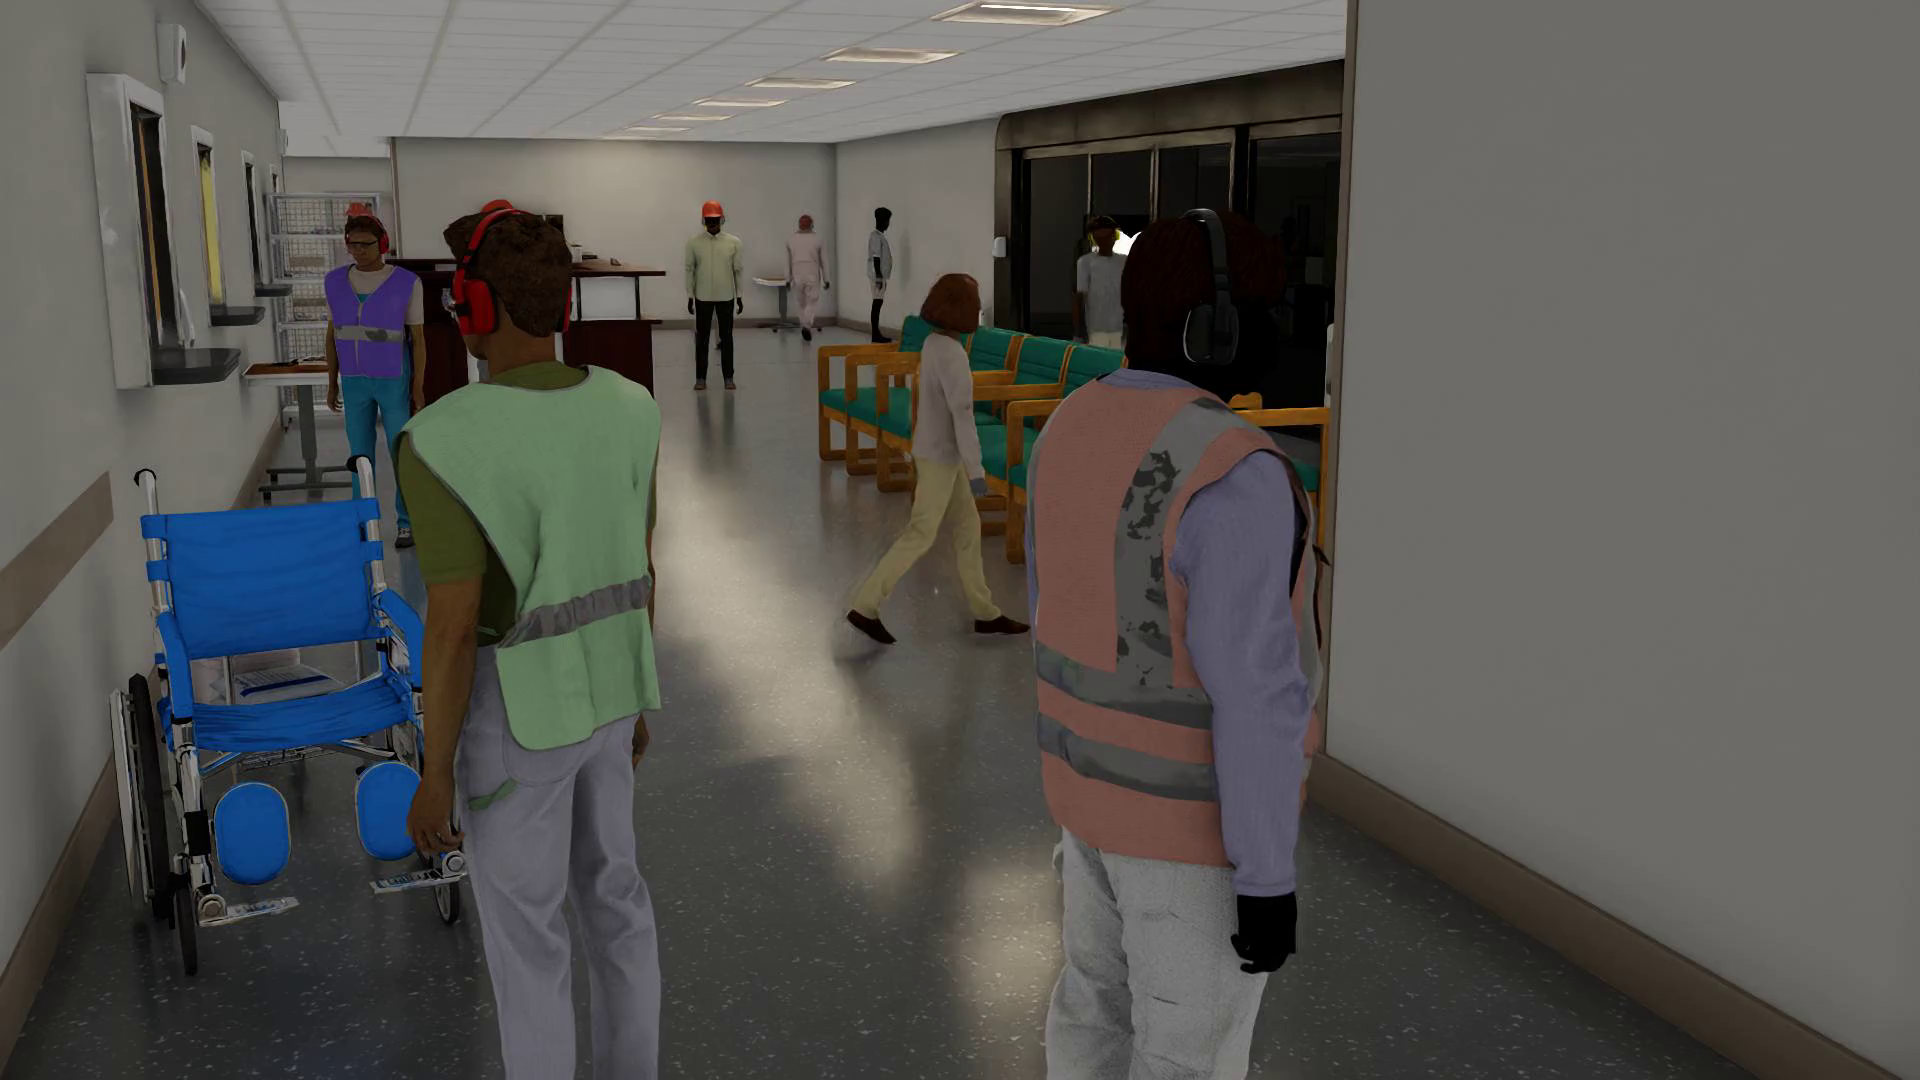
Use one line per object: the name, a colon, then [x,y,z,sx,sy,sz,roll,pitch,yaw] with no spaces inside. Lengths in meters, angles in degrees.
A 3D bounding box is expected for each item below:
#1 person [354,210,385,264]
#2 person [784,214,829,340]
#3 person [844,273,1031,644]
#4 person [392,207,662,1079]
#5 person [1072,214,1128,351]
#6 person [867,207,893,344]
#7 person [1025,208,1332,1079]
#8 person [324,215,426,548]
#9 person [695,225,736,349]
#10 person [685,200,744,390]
person: [-7.063,-2.991,19.951,0.460,1.900,0.574,-9,14,-37]
person: [-2.300,-3.938,24.907,0.653,1.865,0.947,2,11,9]
person: [-0.118,-0.338,7.113,0.814,1.597,0.510,-2,11,-9]
person: [-0.745,0.341,2.997,0.390,1.846,0.565,6,13,29]
person: [1.167,-1.609,13.004,0.552,1.847,0.415,-7,13,-32]
person: [-1.148,-3.796,23.934,0.379,1.958,0.600,0,11,0]
person: [0.339,0.422,2.590,0.429,1.842,0.630,-5,12,-23]
person: [-3.235,-0.873,9.244,0.563,1.839,0.389,1,11,4]
person: [-3.388,-3.526,22.904,0.471,1.815,0.600,11,15,43]
person: [-2.595,-2.585,17.623,0.612,1.994,0.395,-2,11,-8]
